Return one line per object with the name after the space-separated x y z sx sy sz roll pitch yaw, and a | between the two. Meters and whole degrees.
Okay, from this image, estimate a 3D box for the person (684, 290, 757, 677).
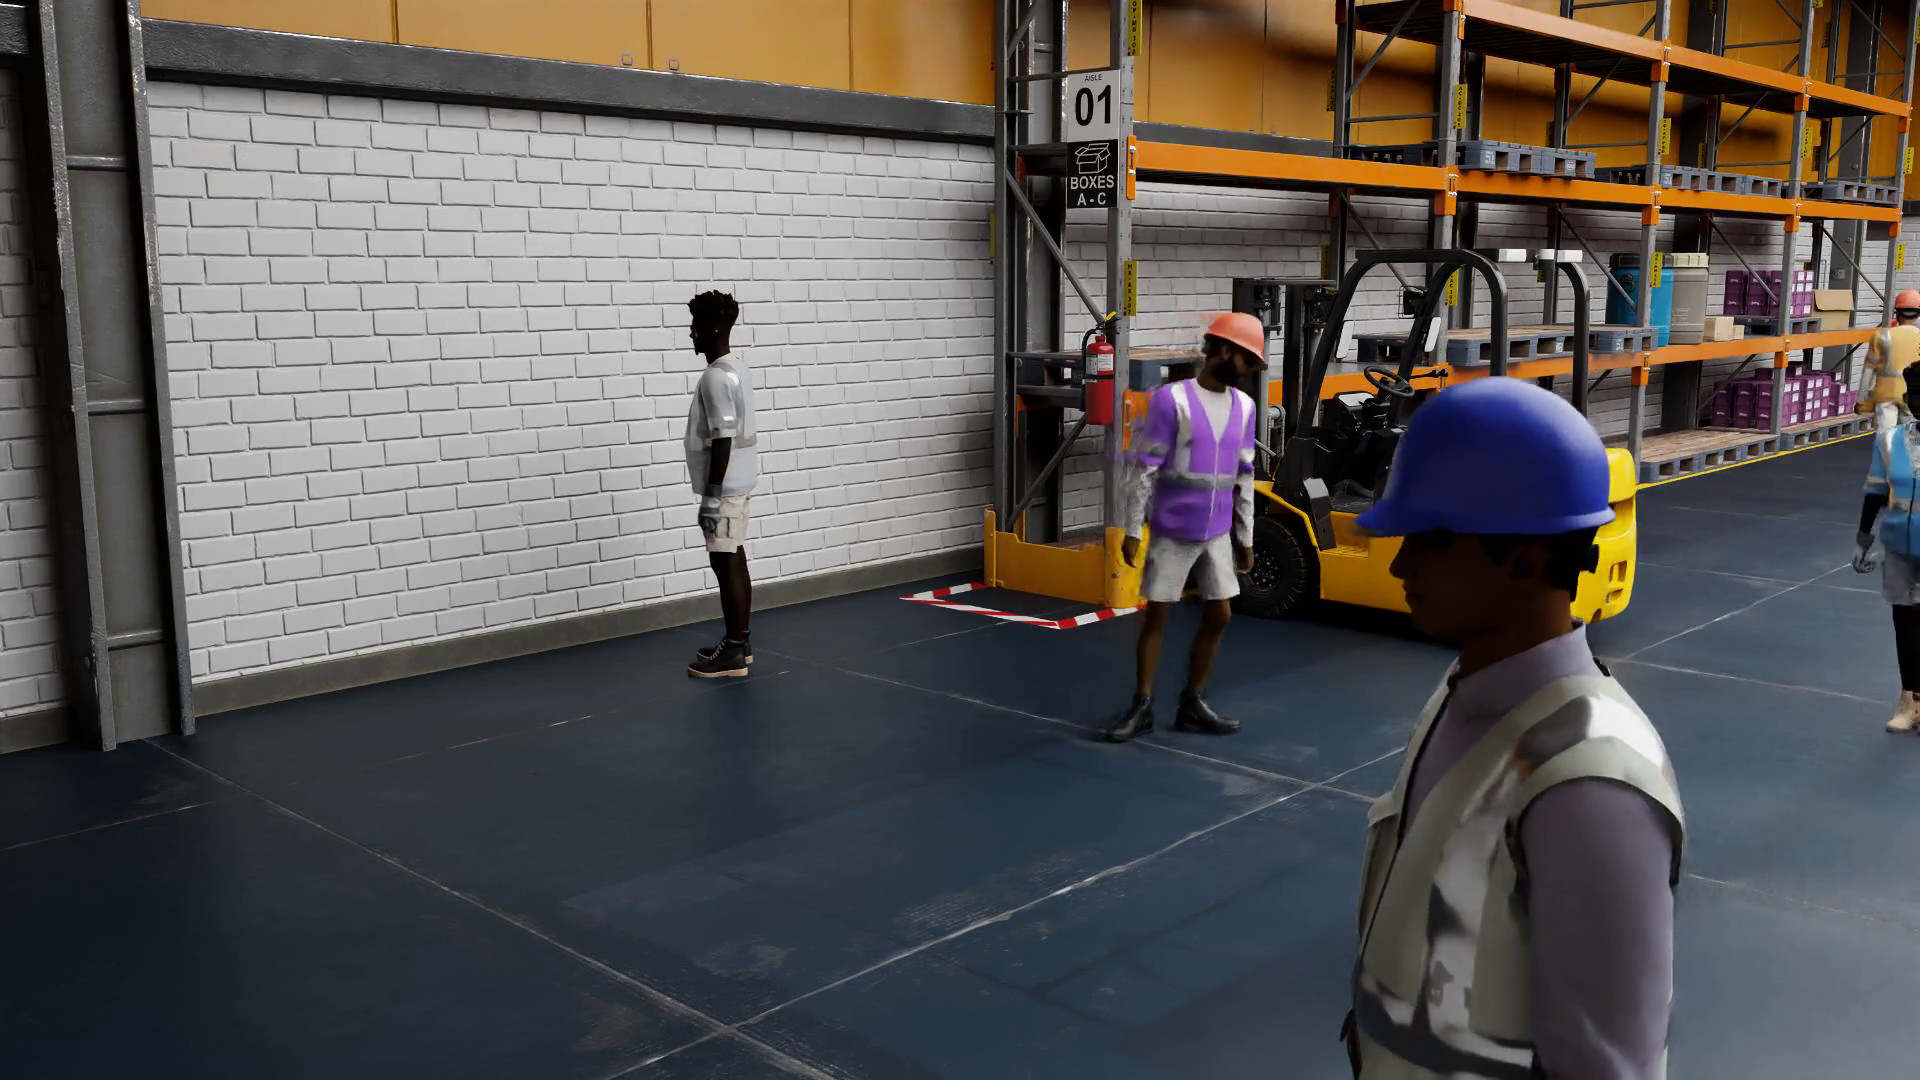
-1.221 -0.286 8.495 0.362 1.965 0.612 0 9 2 | person

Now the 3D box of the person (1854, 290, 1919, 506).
8.258 -1.250 14.666 0.565 1.891 0.985 2 9 12 | person

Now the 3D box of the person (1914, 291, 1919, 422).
11.001 -1.966 18.996 0.638 1.902 0.407 -1 9 -6 | person

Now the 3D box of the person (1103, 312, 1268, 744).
0.965 -0.034 7.221 0.721 1.890 0.393 -4 10 -24 | person

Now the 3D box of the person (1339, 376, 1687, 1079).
0.649 0.772 2.066 0.406 1.943 0.612 1 9 4 | person

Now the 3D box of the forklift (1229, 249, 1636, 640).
2.710 -0.584 9.626 2.313 2.155 1.214 9 13 43 | forklift

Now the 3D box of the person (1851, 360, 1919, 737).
4.228 0.044 7.315 0.389 1.679 0.556 -5 11 -29 | person
